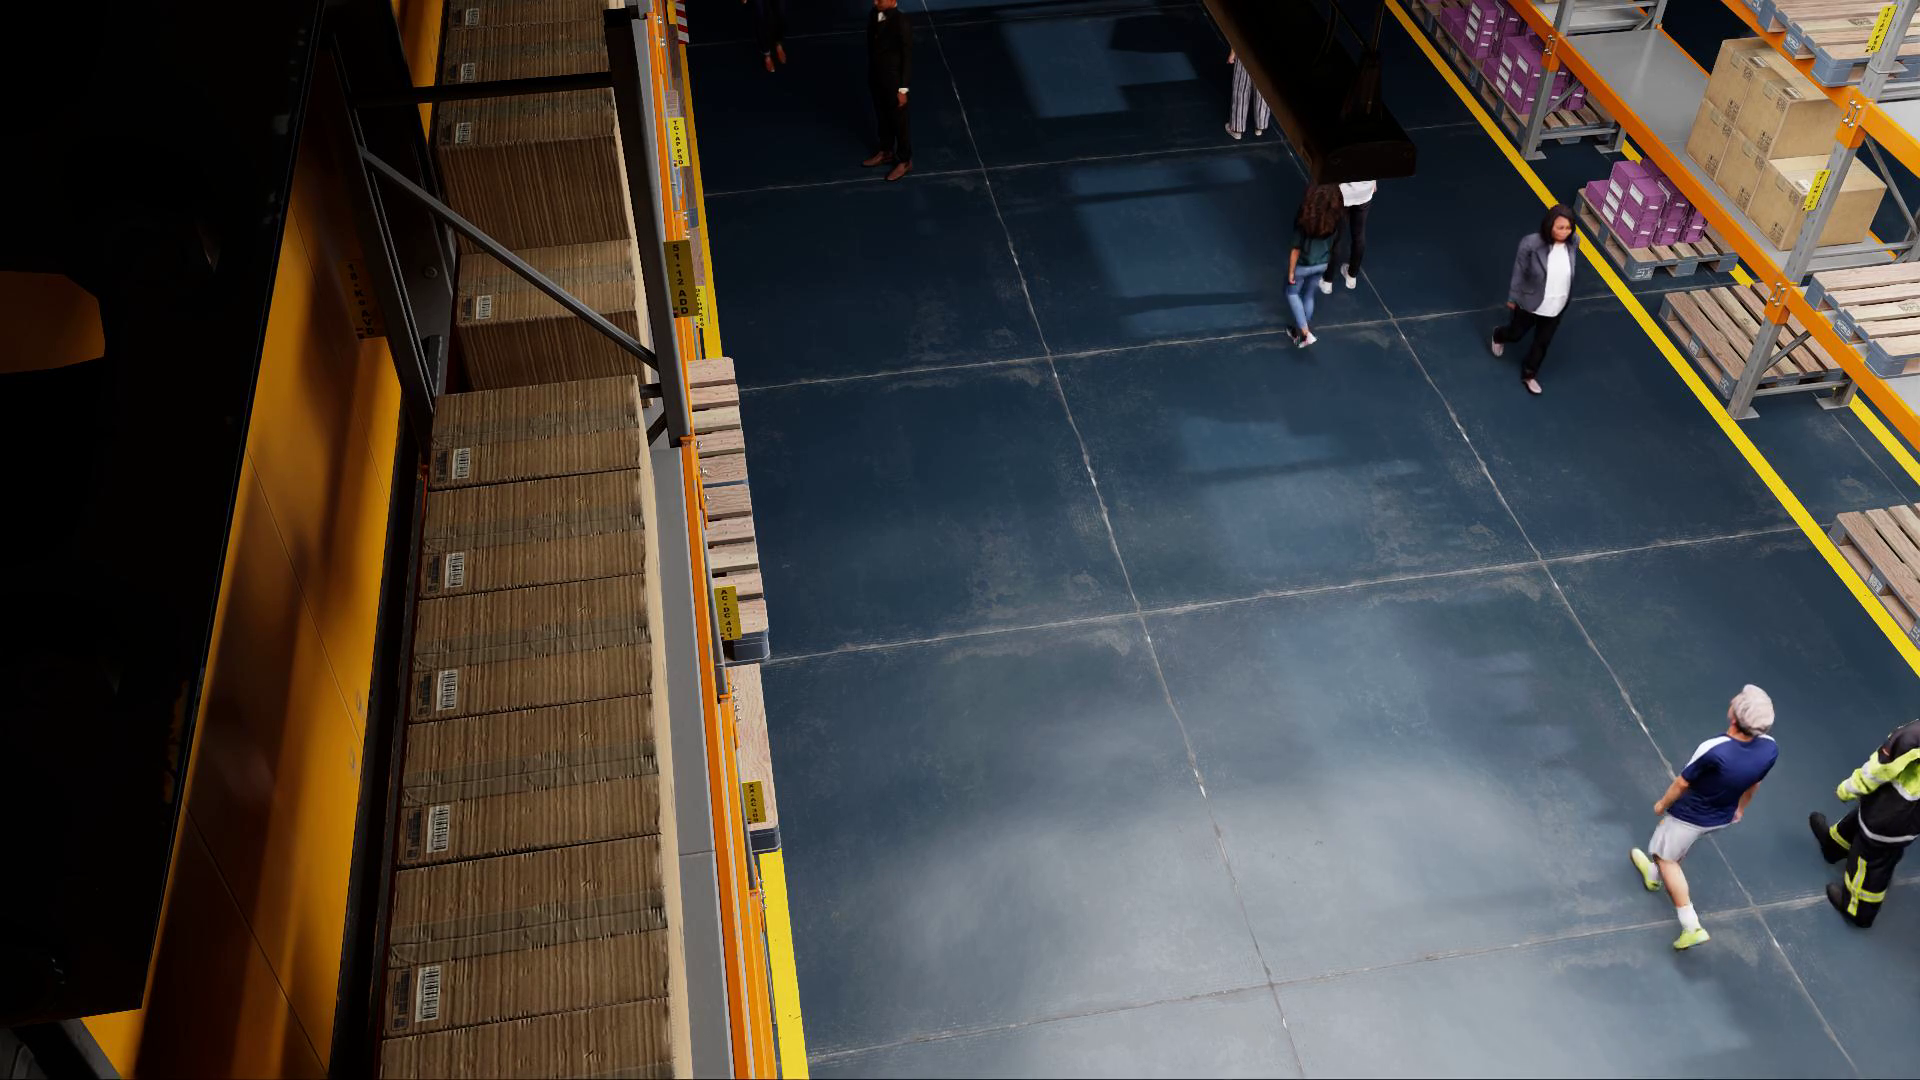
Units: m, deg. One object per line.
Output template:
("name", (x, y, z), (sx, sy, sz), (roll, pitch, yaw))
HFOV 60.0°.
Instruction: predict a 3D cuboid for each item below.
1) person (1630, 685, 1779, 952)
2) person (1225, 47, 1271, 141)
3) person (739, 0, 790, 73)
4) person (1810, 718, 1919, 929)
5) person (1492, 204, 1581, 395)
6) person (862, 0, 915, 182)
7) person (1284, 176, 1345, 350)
("person", (4.166, 1.557, 9.263), (0.698, 1.819, 1.056), (-10, 44, -10))
("person", (2.810, -4.642, 15.871), (0.677, 1.679, 0.610), (-8, 44, -9))
("person", (-1.991, -5.662, 16.847), (0.740, 1.810, 0.683), (-11, 45, -11))
("person", (5.301, 1.477, 9.247), (0.883, 1.957, 1.038), (-13, 45, -13))
("person", (4.550, -1.953, 13.123), (0.664, 1.577, 0.898), (-8, 44, -9))
("person", (-0.638, -4.250, 15.298), (0.855, 1.902, 0.734), (-29, 51, -27))
("person", (2.845, -2.187, 13.350), (0.635, 1.601, 0.768), (-12, 45, -12))
